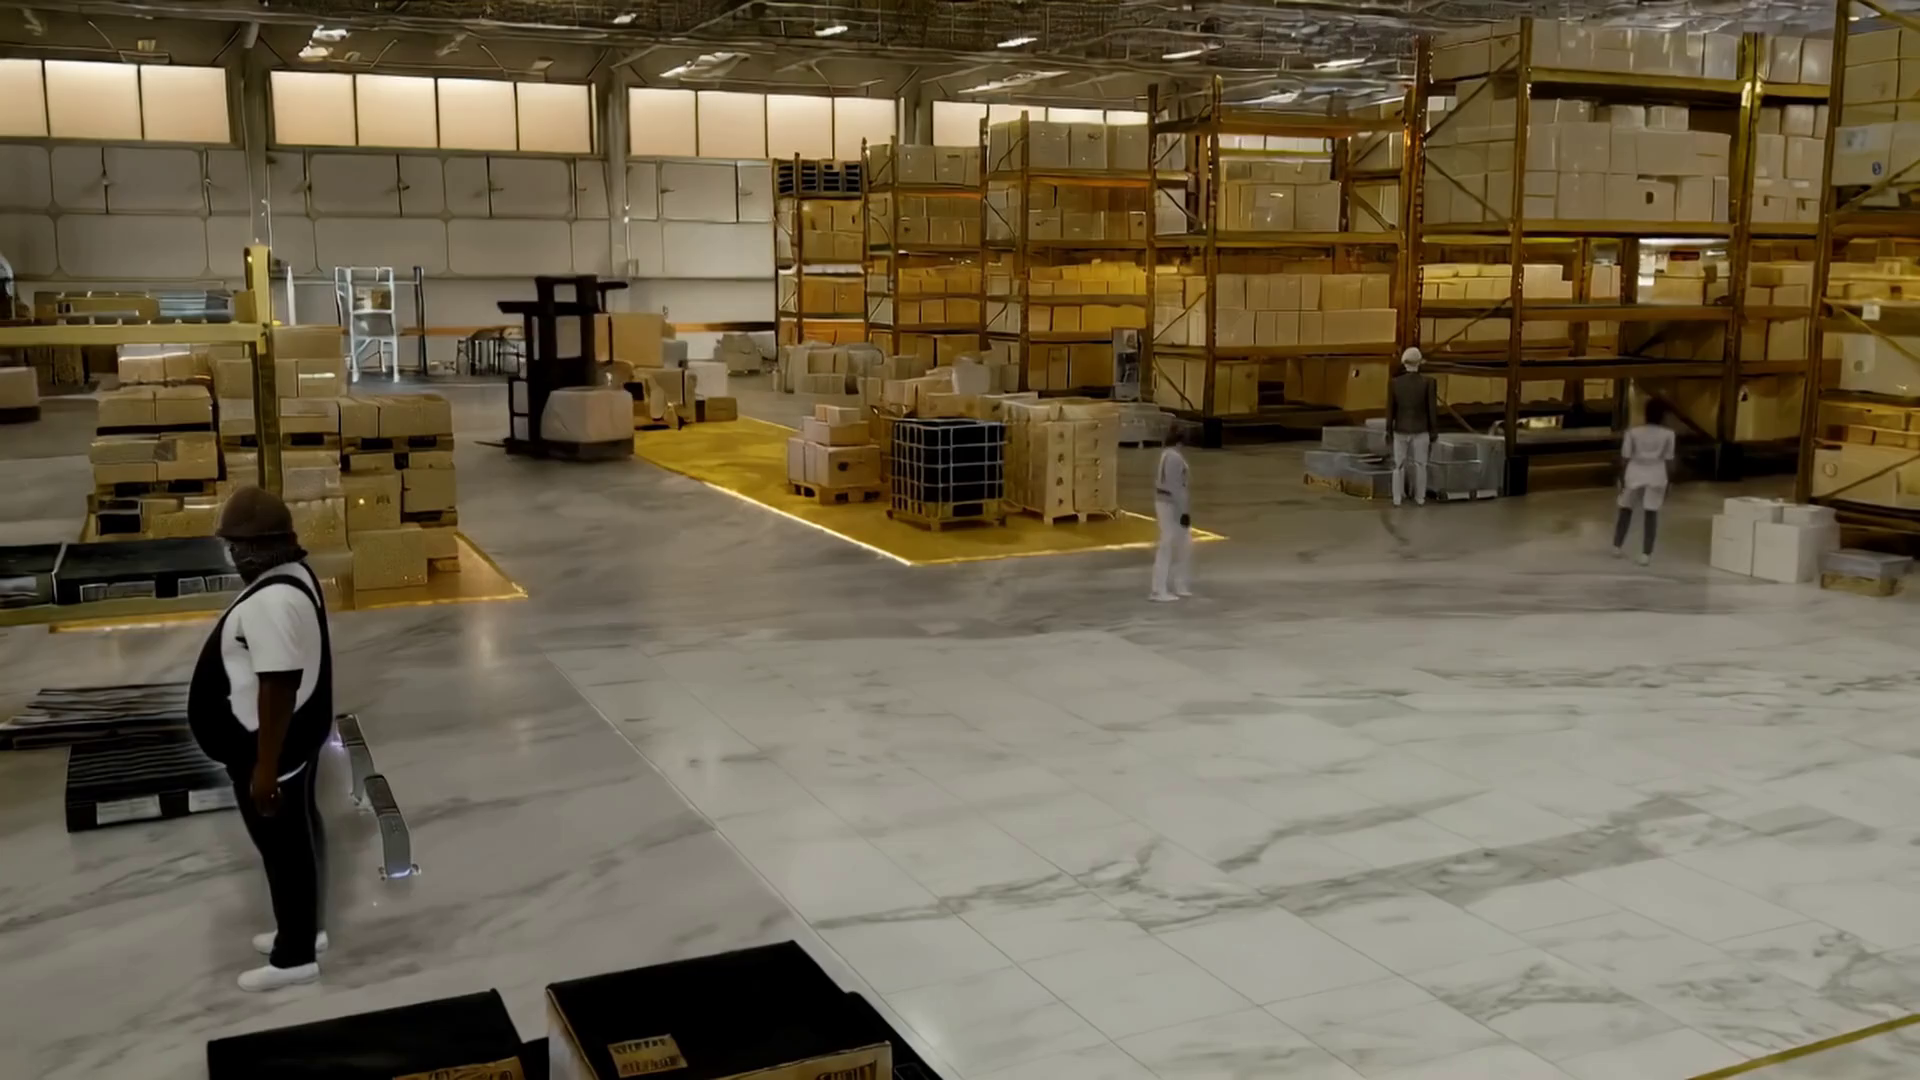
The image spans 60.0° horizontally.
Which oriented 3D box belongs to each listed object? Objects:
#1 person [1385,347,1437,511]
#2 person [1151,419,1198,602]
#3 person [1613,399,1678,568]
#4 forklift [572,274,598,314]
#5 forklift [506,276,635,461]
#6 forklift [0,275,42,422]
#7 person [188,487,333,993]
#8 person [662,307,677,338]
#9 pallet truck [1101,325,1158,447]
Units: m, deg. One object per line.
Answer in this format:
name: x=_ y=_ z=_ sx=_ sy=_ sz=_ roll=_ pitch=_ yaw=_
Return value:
person: x=5.449 y=-1.332 z=20.118 sx=0.611 sy=1.986 sz=0.392 roll=1 pitch=9 yaw=8
person: x=1.929 y=-0.247 z=14.498 sx=0.568 sy=1.617 sz=0.532 roll=1 pitch=9 yaw=5
person: x=6.791 y=-0.578 z=16.498 sx=0.545 sy=1.635 sz=0.867 roll=2 pitch=9 yaw=11
forklift: x=-9.629 y=-5.443 z=42.857 sx=1.873 sy=2.768 sz=1.129 roll=1 pitch=9 yaw=6
forklift: x=-6.080 y=-2.709 z=25.893 sx=1.873 sy=2.768 sz=1.129 roll=7 pitch=12 yaw=38
forklift: x=-18.661 y=-3.656 z=31.771 sx=1.873 sy=2.768 sz=1.129 roll=6 pitch=11 yaw=32
person: x=-2.831 y=0.794 z=6.756 sx=0.539 sy=2.000 sz=0.689 roll=-2 pitch=9 yaw=-13
person: x=-8.415 y=-5.754 z=47.828 sx=0.573 sy=1.890 sz=0.981 roll=-1 pitch=9 yaw=-6
pallet truck: x=2.881 y=-2.596 z=27.923 sx=0.823 sy=1.965 sz=1.885 roll=-1 pitch=9 yaw=-7
